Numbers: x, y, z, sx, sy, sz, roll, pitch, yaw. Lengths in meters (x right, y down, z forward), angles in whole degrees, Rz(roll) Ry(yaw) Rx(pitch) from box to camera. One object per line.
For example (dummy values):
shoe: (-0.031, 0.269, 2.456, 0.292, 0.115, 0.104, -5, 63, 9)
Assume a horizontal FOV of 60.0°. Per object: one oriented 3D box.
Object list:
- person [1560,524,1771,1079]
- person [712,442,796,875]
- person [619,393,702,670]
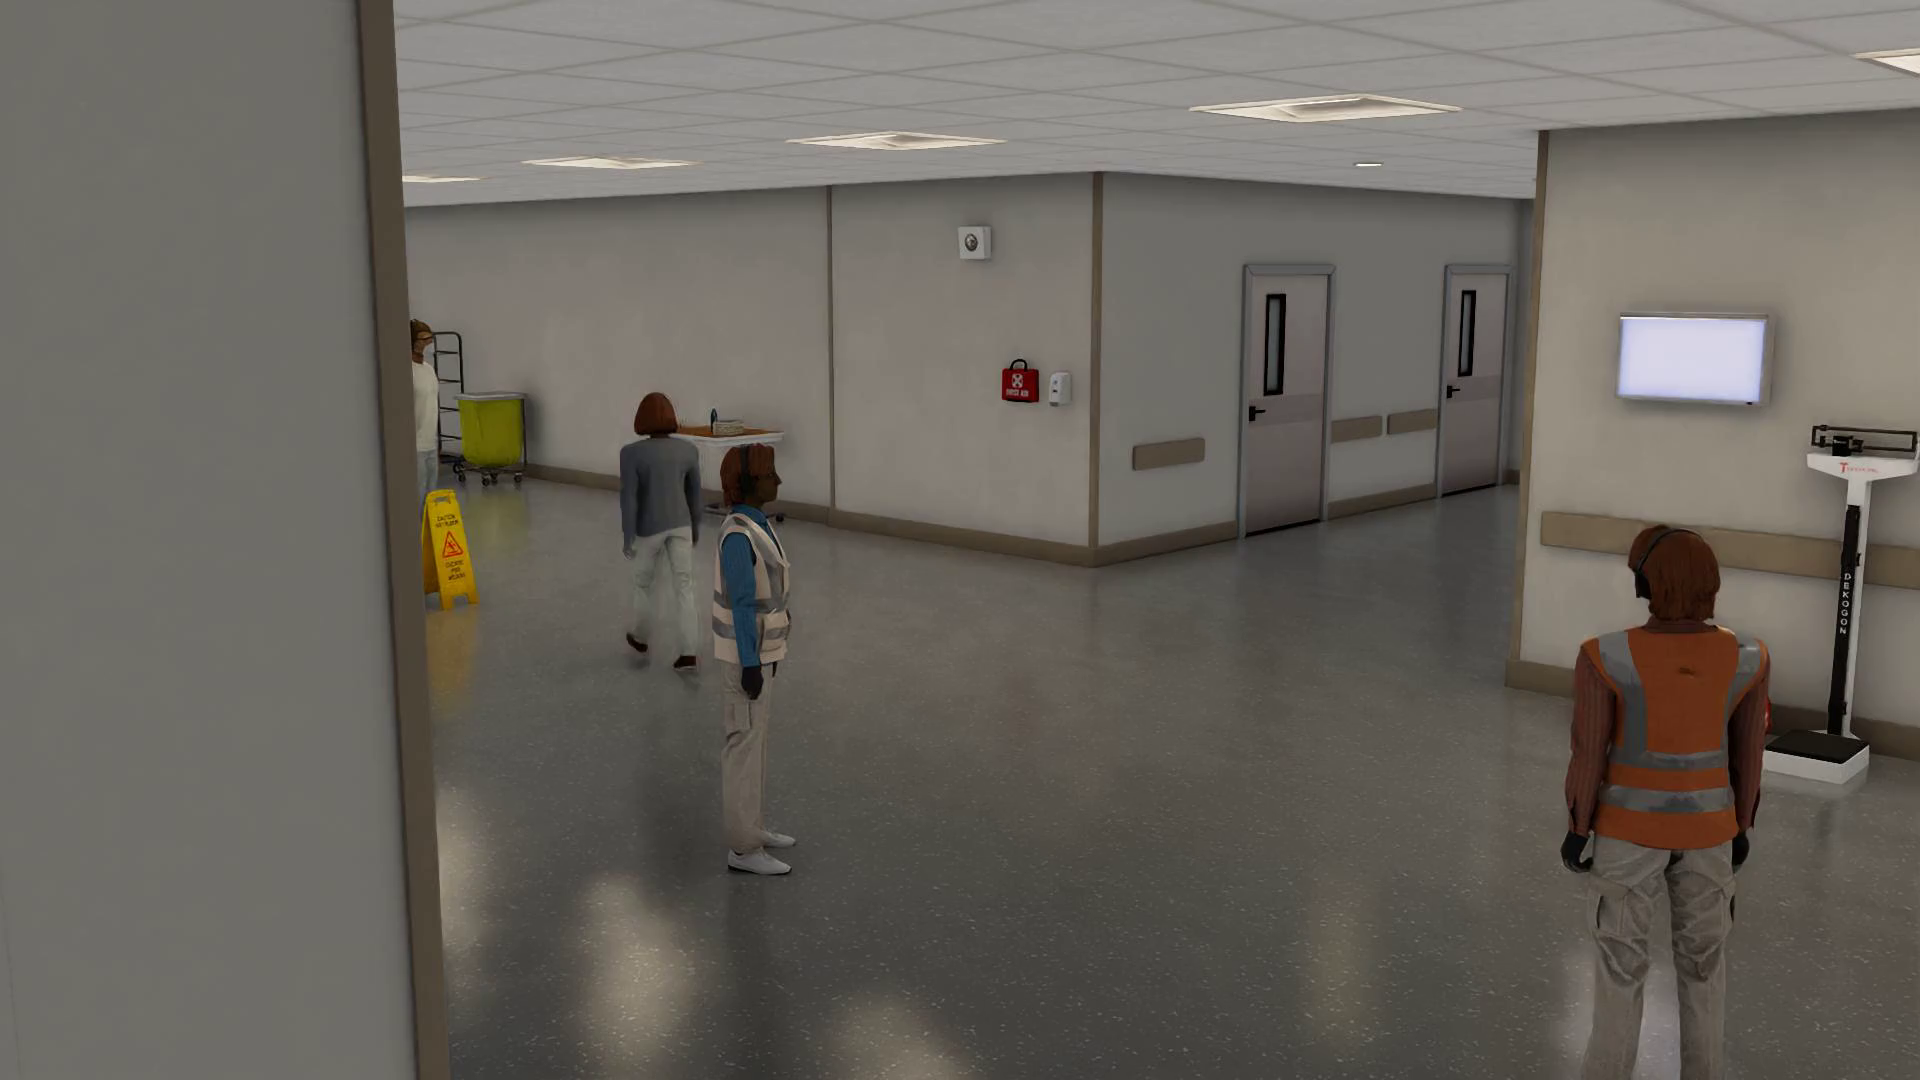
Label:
person: (1.844, 0.775, 4.377, 0.514, 1.644, 0.307, 0, 9, -1)
person: (-0.797, 0.447, 6.385, 0.308, 1.644, 0.514, 0, 9, -1)
person: (-1.733, -0.059, 9.644, 0.517, 1.585, 0.881, -5, 11, -29)
